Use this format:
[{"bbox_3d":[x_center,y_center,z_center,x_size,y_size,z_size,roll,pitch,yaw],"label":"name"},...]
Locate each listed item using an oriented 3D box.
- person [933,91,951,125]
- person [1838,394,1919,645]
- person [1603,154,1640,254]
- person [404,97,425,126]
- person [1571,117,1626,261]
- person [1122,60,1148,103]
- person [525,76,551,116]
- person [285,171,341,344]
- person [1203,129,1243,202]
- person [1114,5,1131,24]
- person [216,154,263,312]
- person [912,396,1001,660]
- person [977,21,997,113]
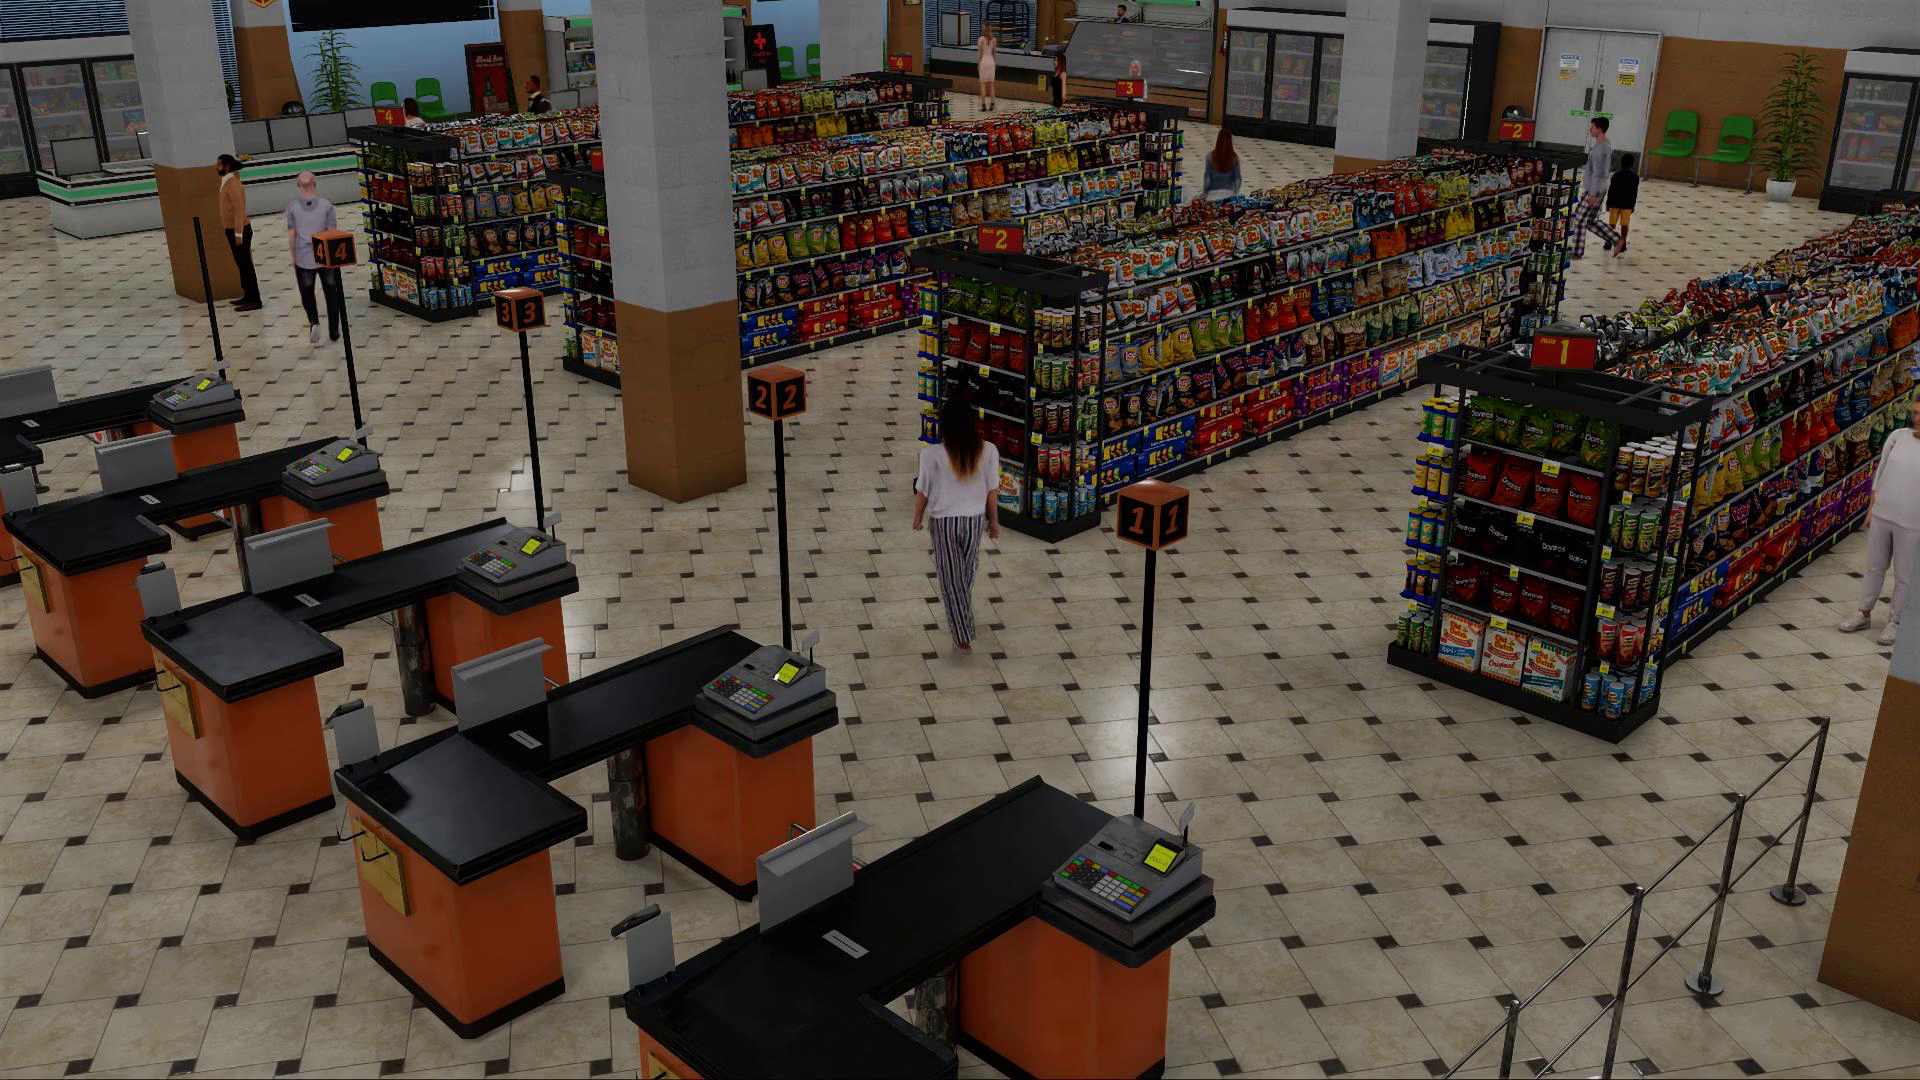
[{"bbox_3d":[-0.393,-5.912,25.054,0.774,1.675,0.699,2,22,5],"label":"person"},{"bbox_3d":[6.080,-0.162,10.724,0.580,1.690,0.626,-15,27,-33],"label":"person"},{"bbox_3d":[8.748,-4.456,21.981,0.579,1.265,0.601,11,24,26],"label":"person"},{"bbox_3d":[-7.953,-5.606,24.283,0.695,1.682,0.671,9,24,21],"label":"person"},{"bbox_3d":[8.185,-4.441,21.198,0.818,1.821,0.972,12,25,28],"label":"person"},{"bbox_3d":[3.016,-7.335,28.514,0.666,1.734,0.714,12,25,27],"label":"person"},{"bbox_3d":[-6.160,-5.930,24.814,1.191,1.888,0.724,-18,28,-38],"label":"person"},{"bbox_3d":[-6.749,-2.916,17.401,0.973,1.821,0.947,-7,23,-18],"label":"person"},{"bbox_3d":[3.293,-4.313,21.085,0.976,1.666,1.152,5,22,12],"label":"person"},{"bbox_3d":[3.722,-11.421,38.505,0.574,1.868,0.627,-19,29,-39],"label":"person"},{"bbox_3d":[-8.250,-3.522,18.999,0.674,1.755,0.721,-12,25,-28],"label":"person"},{"bbox_3d":[0.004,-0.047,10.529,1.197,1.622,1.083,-7,23,-17],"label":"person"},{"bbox_3d":[0.562,-9.891,34.749,0.581,1.829,0.708,-8,23,-18],"label":"person"}]
